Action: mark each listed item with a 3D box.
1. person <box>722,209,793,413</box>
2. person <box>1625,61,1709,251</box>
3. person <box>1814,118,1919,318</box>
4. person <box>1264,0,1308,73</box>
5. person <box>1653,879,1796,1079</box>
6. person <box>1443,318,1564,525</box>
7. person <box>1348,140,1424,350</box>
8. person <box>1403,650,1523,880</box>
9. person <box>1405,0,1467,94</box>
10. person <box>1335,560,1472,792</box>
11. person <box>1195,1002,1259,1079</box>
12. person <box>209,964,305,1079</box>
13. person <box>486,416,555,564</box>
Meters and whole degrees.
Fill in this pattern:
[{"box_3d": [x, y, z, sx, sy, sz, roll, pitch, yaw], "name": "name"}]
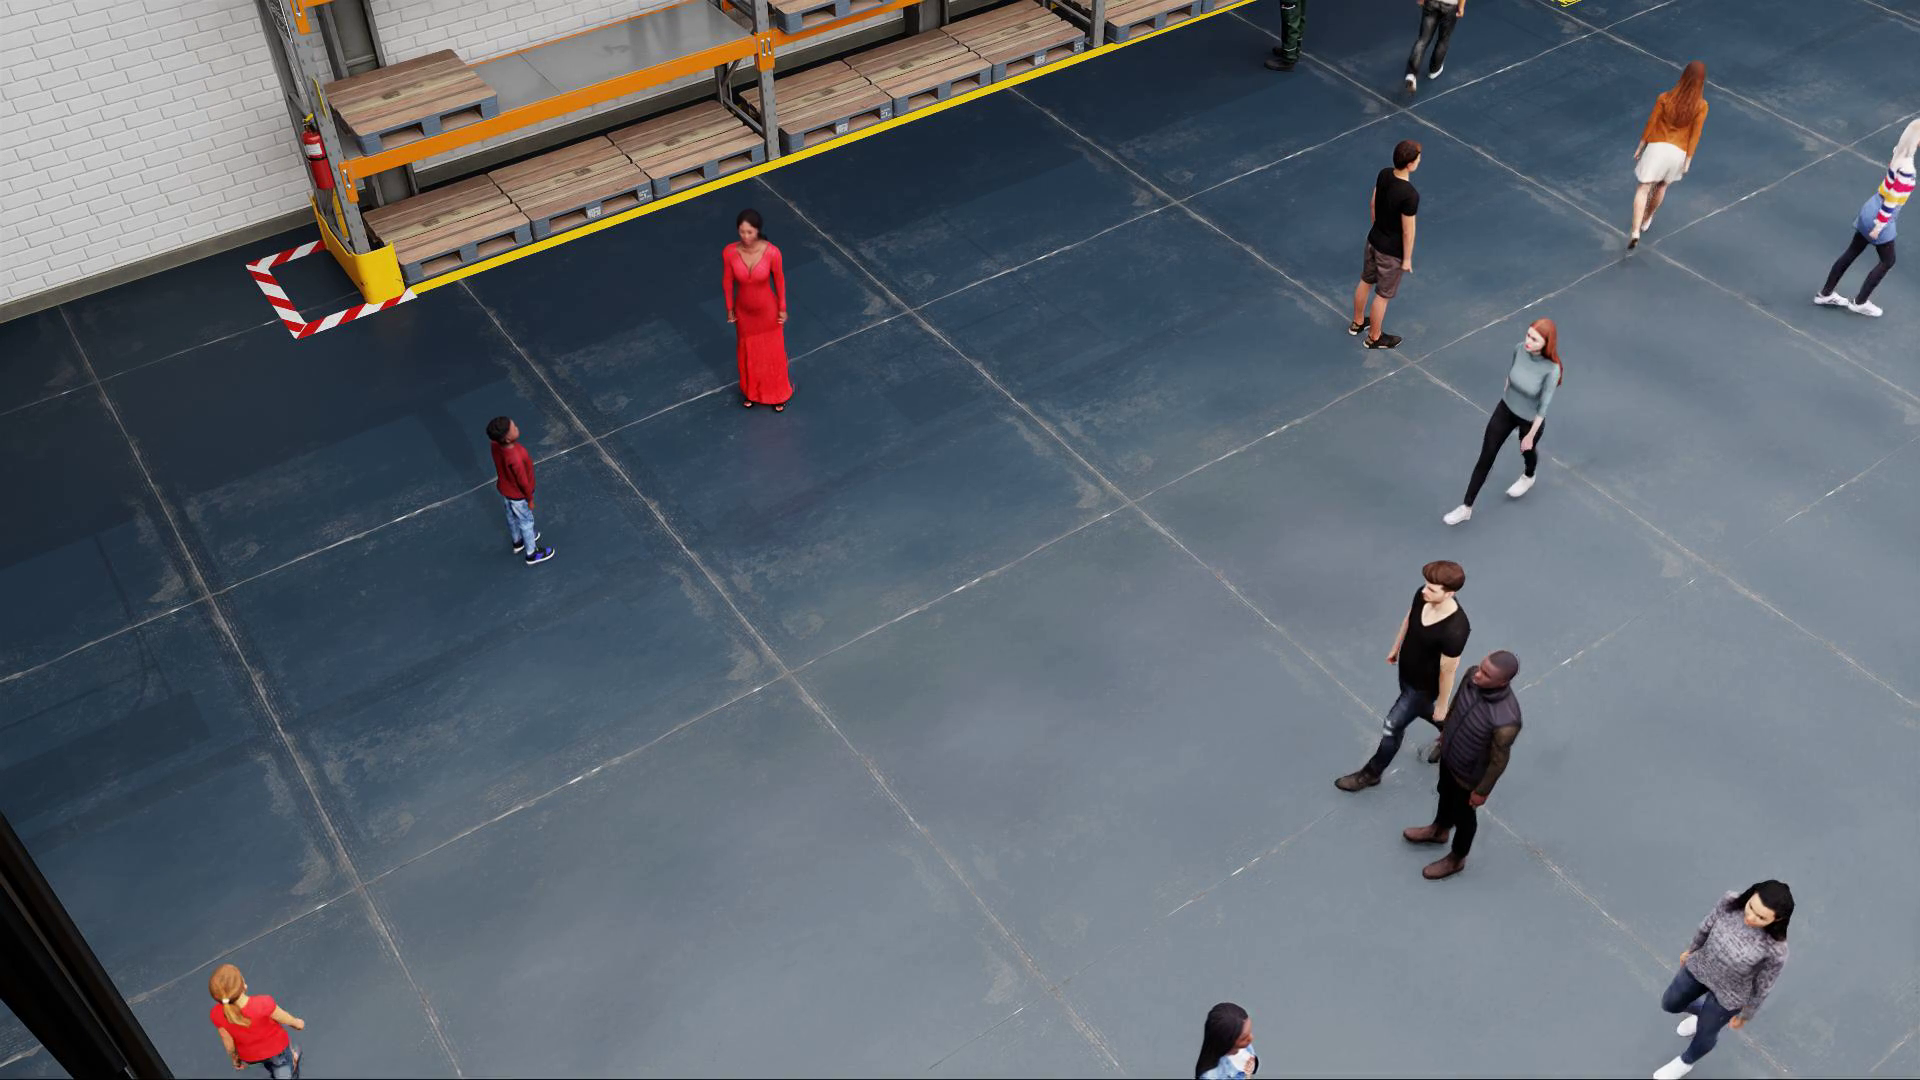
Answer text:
[{"box_3d": [-1.548, -1.768, 12.805, 0.729, 1.784, 0.807, 2, 44, 2], "name": "person"}, {"box_3d": [6.130, -3.321, 14.498, 0.972, 1.696, 1.118, 15, 46, 15], "name": "person"}, {"box_3d": [7.516, -2.683, 13.760, 0.917, 1.791, 0.859, 8, 44, 8], "name": "person"}, {"box_3d": [3.420, -5.700, 16.847, 0.826, 1.900, 0.696, 19, 47, 19], "name": "person"}, {"box_3d": [4.028, 2.254, 8.630, 0.763, 1.718, 0.703, -16, 46, -16], "name": "person"}, {"box_3d": [4.077, -0.872, 11.929, 1.140, 1.694, 0.619, -23, 48, -22], "name": "person"}, {"box_3d": [3.442, -2.396, 13.408, 0.646, 1.861, 0.730, -16, 46, -16], "name": "person"}, {"box_3d": [2.933, 1.276, 9.570, 0.724, 1.837, 0.775, -8, 44, -8], "name": "person"}, {"box_3d": [4.755, -5.314, 16.524, 0.926, 1.787, 1.184, 24, 48, 23], "name": "person"}, {"box_3d": [2.879, 0.802, 10.046, 1.276, 1.867, 1.039, -8, 44, -8], "name": "person"}, {"box_3d": [1.235, 2.763, 8.099, 0.735, 1.713, 0.645, 12, 45, 13], "name": "person"}, {"box_3d": [-3.565, 2.664, 8.513, 0.877, 1.285, 0.815, -4, 44, -4], "name": "person"}, {"box_3d": [-3.141, -0.369, 11.720, 0.518, 1.254, 0.519, -33, 53, -30], "name": "person"}]
